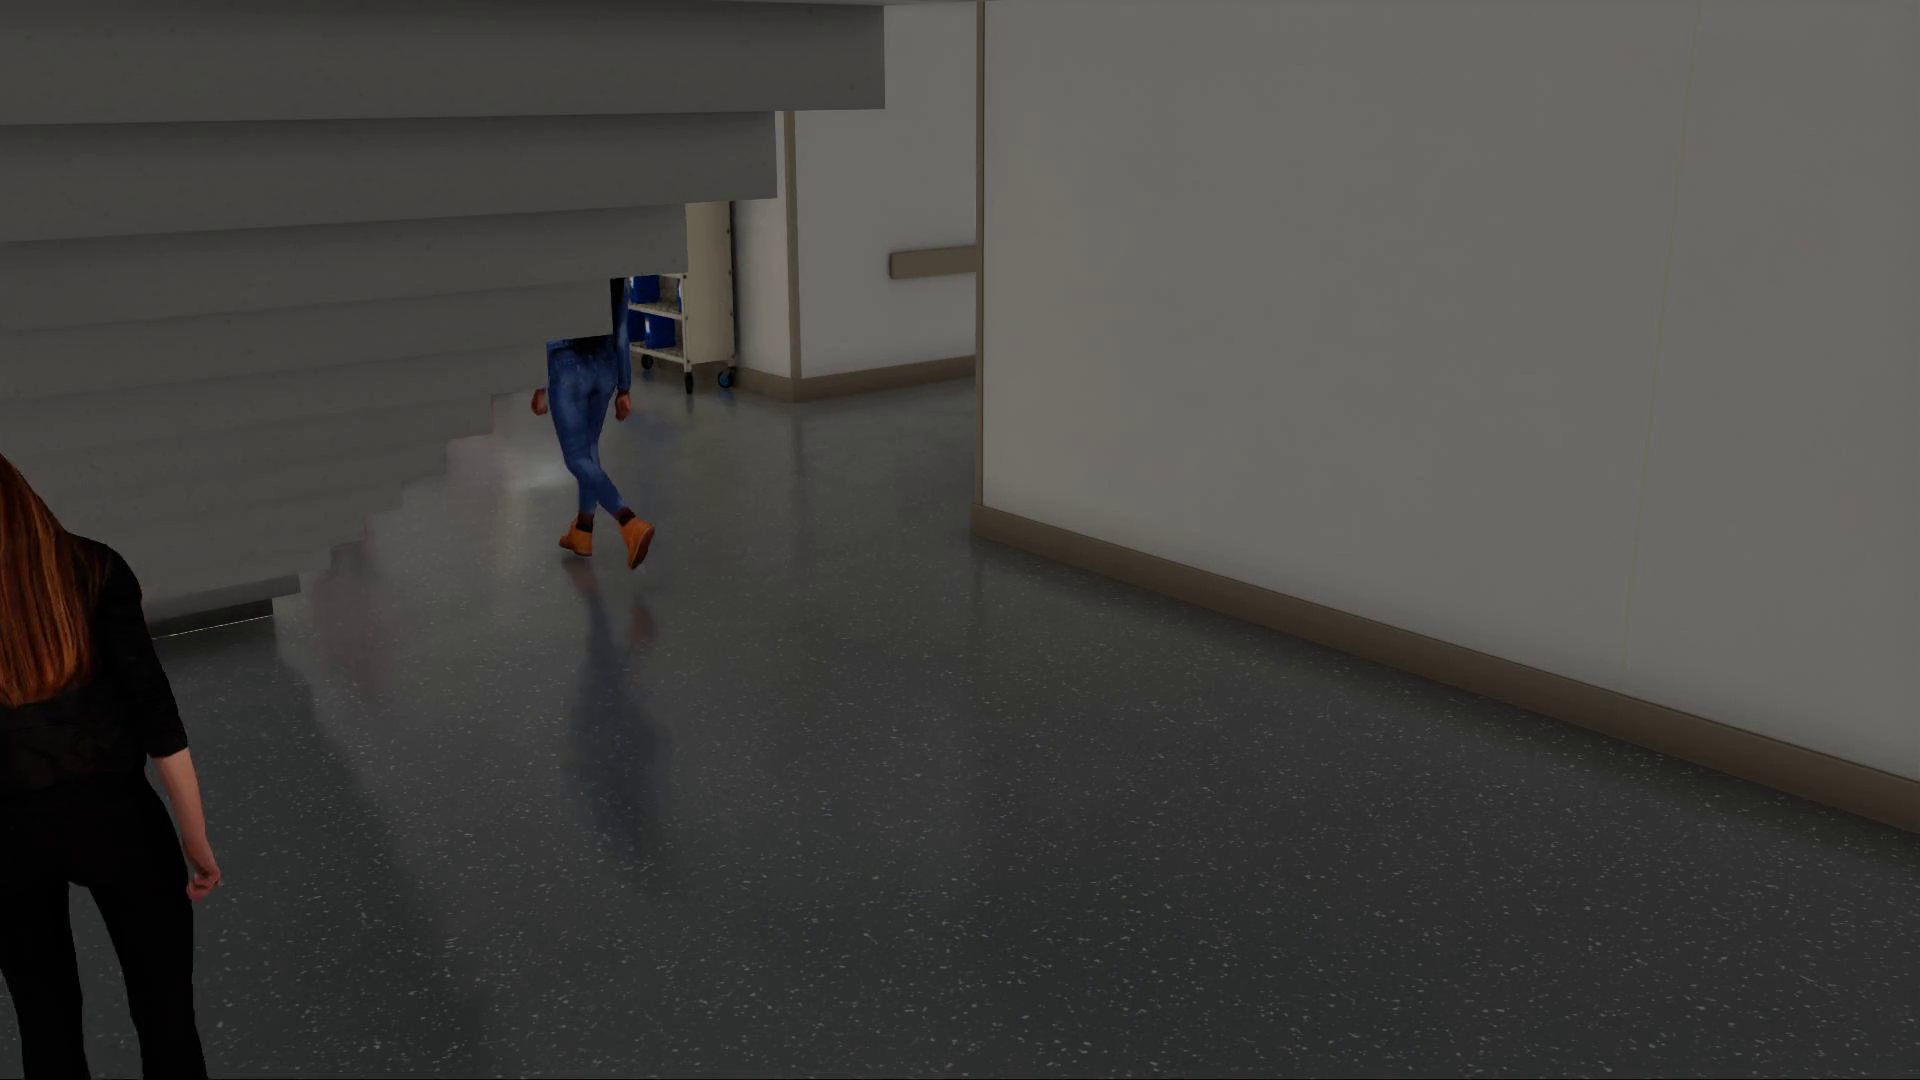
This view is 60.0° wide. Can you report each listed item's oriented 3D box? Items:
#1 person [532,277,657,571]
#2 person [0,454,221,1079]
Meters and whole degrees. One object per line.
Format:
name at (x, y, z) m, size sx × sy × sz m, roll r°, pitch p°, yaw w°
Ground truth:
person at (-1.678, -0.668, 7.628) m, size 1.117 × 1.688 × 0.663 m, roll 15°, pitch 22°, yaw 43°
person at (-1.665, 0.595, 3.174) m, size 0.888 × 1.675 × 0.816 m, roll -1°, pitch 16°, yaw -5°
